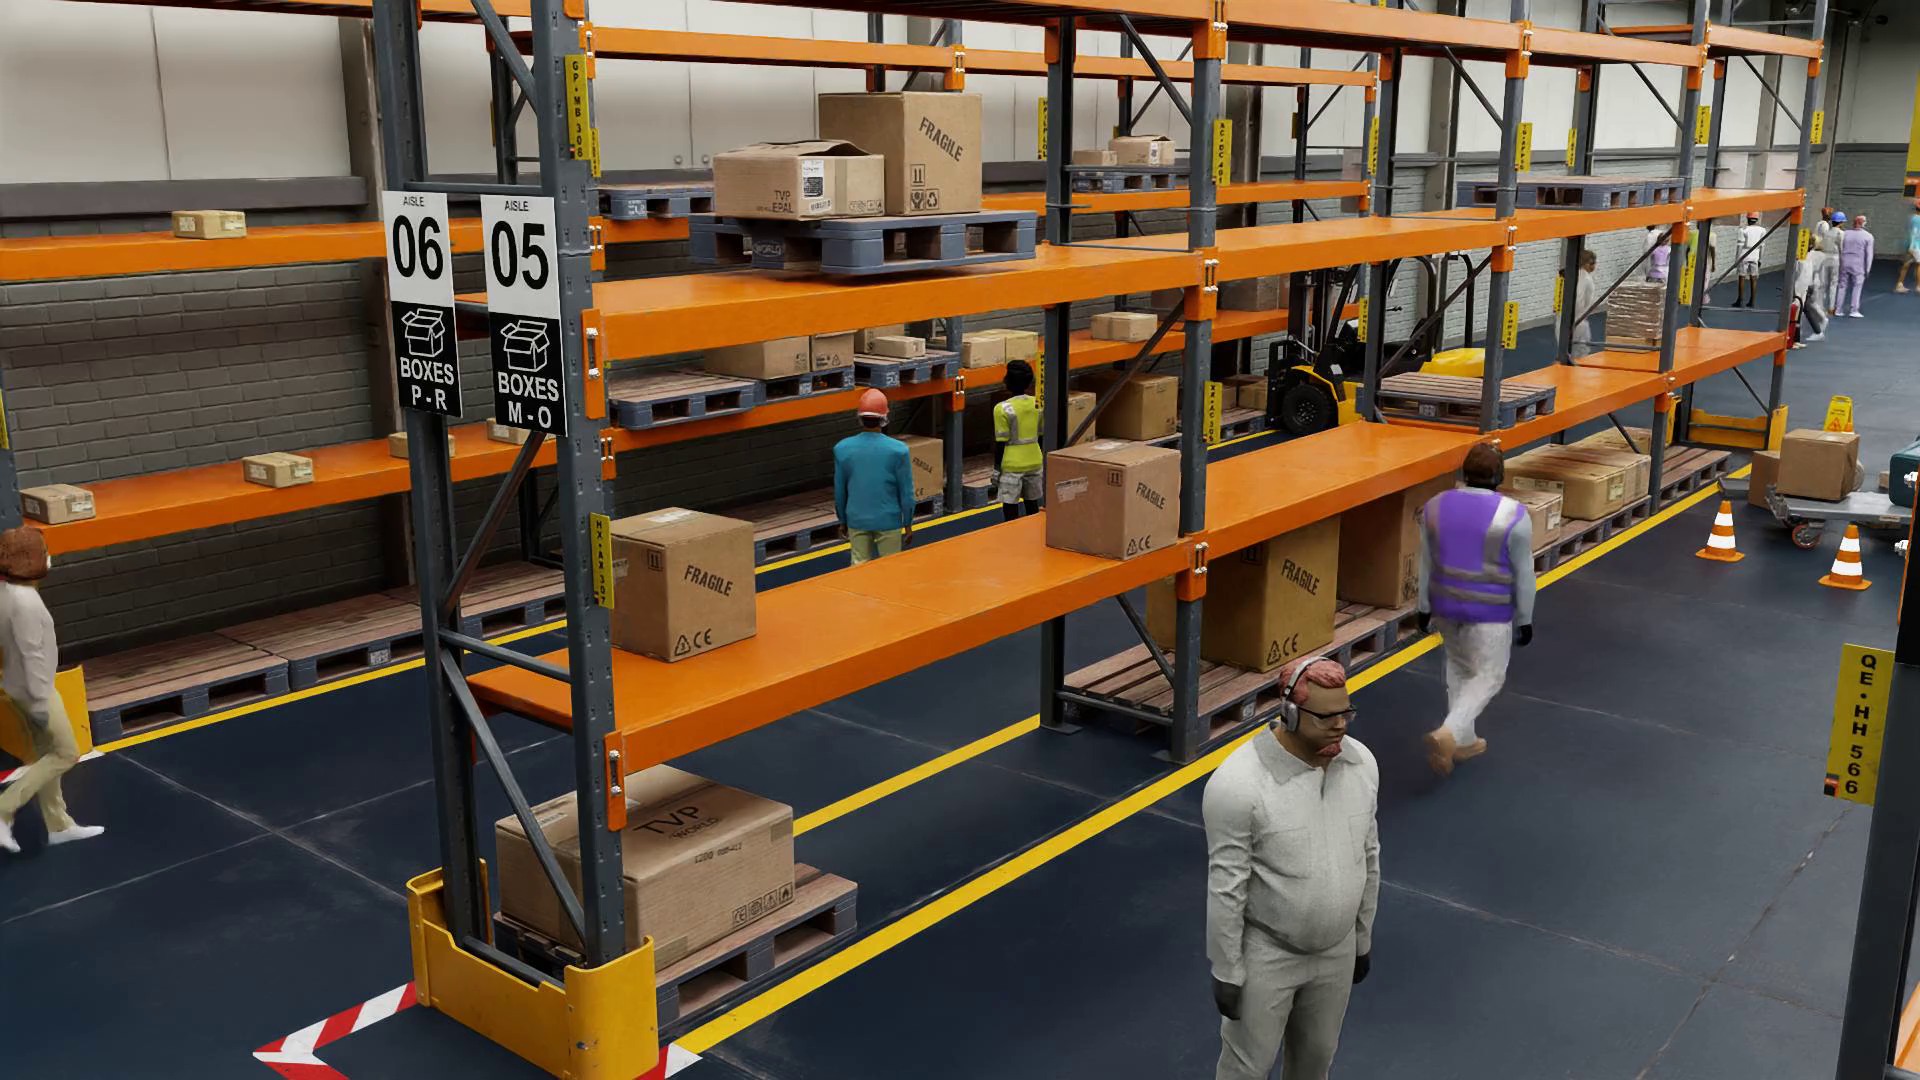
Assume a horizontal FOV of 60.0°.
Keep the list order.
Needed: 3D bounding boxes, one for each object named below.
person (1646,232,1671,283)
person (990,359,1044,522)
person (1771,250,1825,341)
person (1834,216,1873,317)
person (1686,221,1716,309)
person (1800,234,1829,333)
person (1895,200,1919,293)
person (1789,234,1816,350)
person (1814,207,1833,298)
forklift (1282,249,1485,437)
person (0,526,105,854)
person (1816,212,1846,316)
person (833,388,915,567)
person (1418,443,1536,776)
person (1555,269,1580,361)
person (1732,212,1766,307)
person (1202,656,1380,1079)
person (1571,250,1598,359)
[{"bbox_3d":[12.808,-4.800,30.433,0.514,1.643,0.307,7,16,28],"label":"person"},{"bbox_3d":[0.460,-0.580,13.133,0.536,1.700,0.318,-12,18,-40],"label":"person"},{"bbox_3d":[14.123,-4.253,27.893,0.546,1.819,0.960,-12,18,-39],"label":"person"},{"bbox_3d":[16.834,-5.152,31.350,0.396,1.899,0.649,-12,18,-40],"label":"person"},{"bbox_3d":[14.651,-5.469,32.886,0.617,1.772,0.994,11,18,39],"label":"person"},{"bbox_3d":[14.661,-4.384,28.591,0.498,1.712,0.648,-4,14,-15],"label":"person"},{"bbox_3d":[20.706,-6.314,35.821,0.855,2.013,0.645,7,15,26],"label":"person"},{"bbox_3d":[13.468,-3.978,26.683,0.504,1.839,0.344,-11,18,-38],"label":"person"},{"bbox_3d":[18.156,-6.062,35.073,0.337,1.882,0.583,3,14,12],"label":"person"},{"bbox_3d":[4.886,-2.214,18.767,2.313,2.155,1.214,11,18,38],"label":"forklift"},{"bbox_3d":[-4.465,0.729,7.957,0.461,1.619,0.515,-11,17,-37],"label":"person"},{"bbox_3d":[16.579,-5.246,31.616,0.389,1.949,0.604,-6,15,-23],"label":"person"},{"bbox_3d":[-0.570,-0.152,11.271,0.563,1.755,0.322,4,14,14],"label":"person"},{"bbox_3d":[2.736,0.387,8.969,0.702,1.817,0.650,-13,19,-43],"label":"person"},{"bbox_3d":[7.140,-2.282,19.713,0.328,1.872,0.509,5,15,19],"label":"person"},{"bbox_3d":[15.668,-5.597,33.070,0.552,1.935,0.368,0,14,-2],"label":"person"},{"bbox_3d":[1.055,1.271,5.199,0.636,1.899,0.400,-6,15,-25],"label":"person"},{"bbox_3d":[8.248,-2.906,22.181,0.458,1.907,0.678,4,14,17],"label":"person"}]
